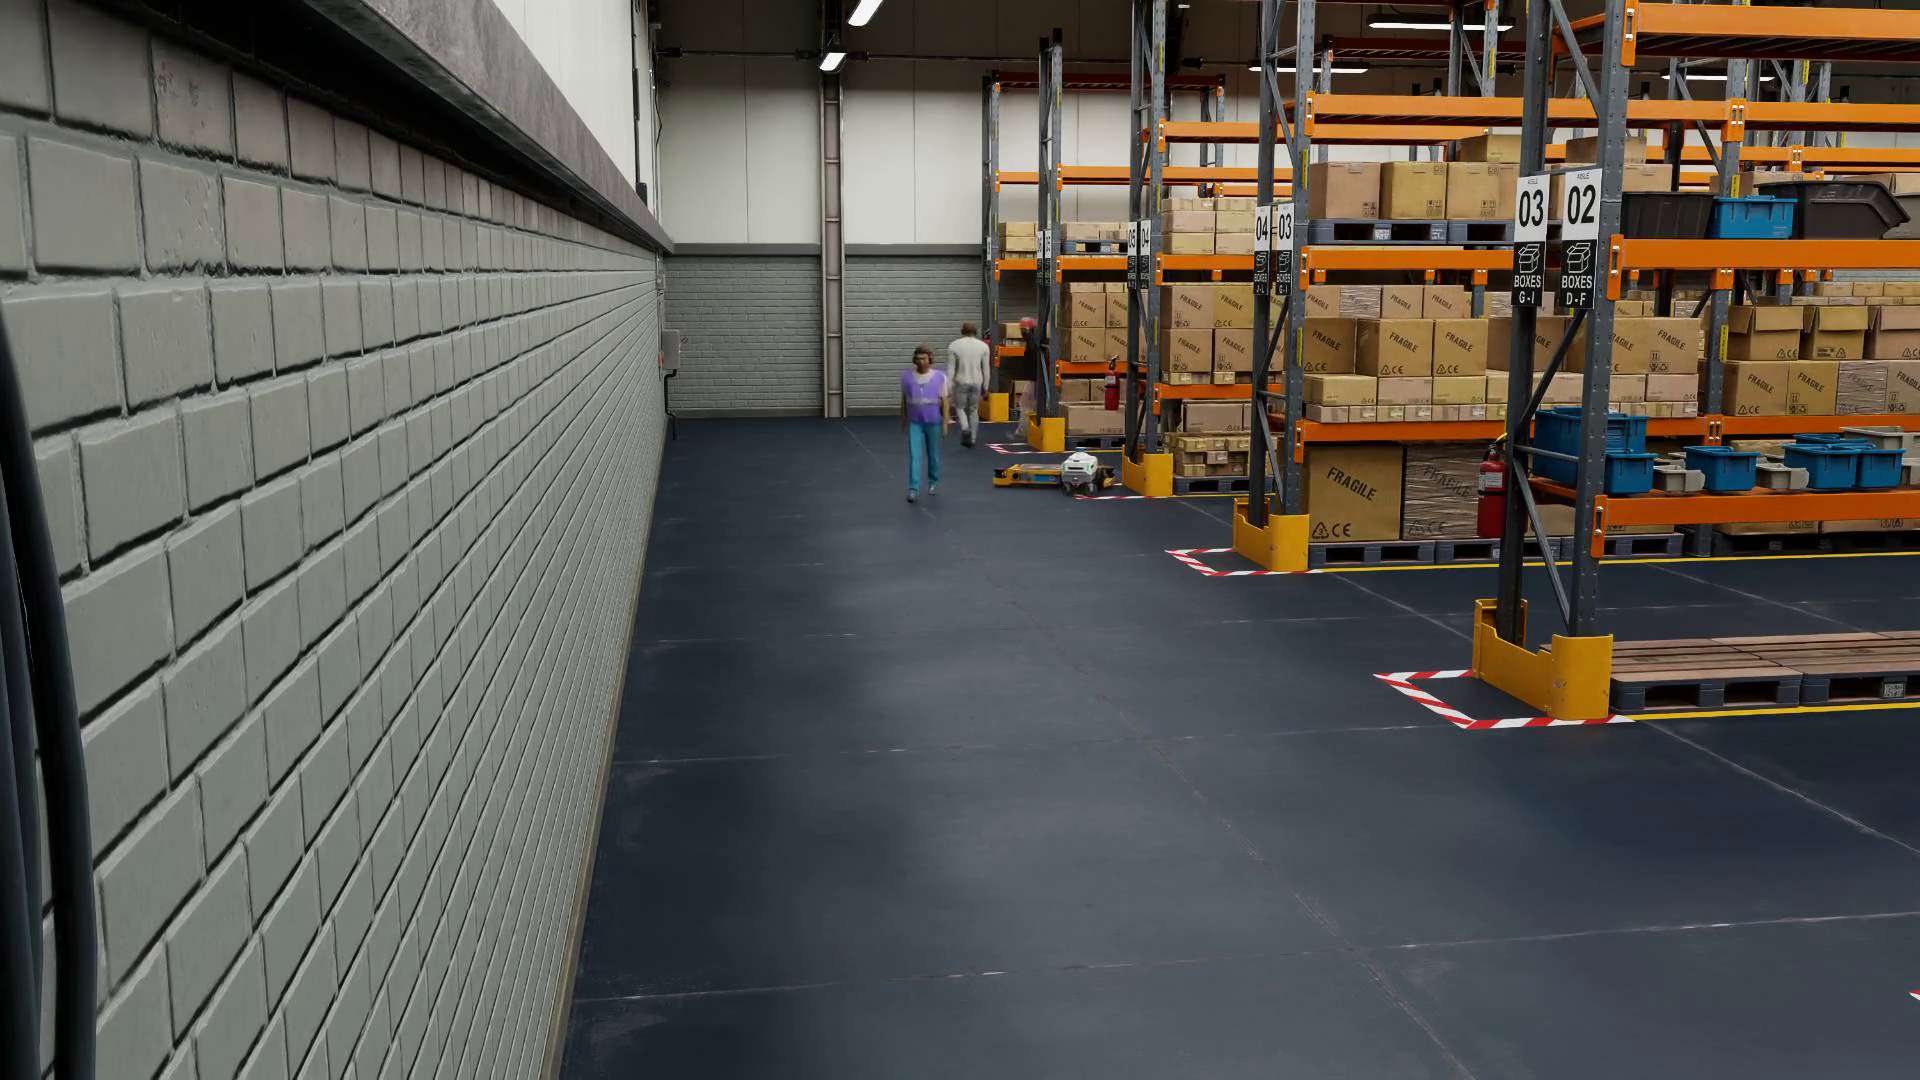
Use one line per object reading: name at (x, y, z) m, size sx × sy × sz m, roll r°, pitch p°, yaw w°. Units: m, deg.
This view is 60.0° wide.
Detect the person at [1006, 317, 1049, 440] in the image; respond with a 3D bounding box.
person at (1.249, -2.514, 25.996) m, size 0.941 × 1.949 × 0.661 m, roll 2°, pitch 9°, yaw 9°

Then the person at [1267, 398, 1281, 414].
person at (4.346, -1.818, 21.546) m, size 0.798 × 1.992 × 0.457 m, roll 1°, pitch 9°, yaw 6°

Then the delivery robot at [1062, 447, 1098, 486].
delivery robot at (1.423, -0.861, 19.742) m, size 0.477 × 0.478 × 0.707 m, roll 2°, pitch 9°, yaw 13°

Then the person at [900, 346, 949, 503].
person at (-0.409, -1.365, 19.372) m, size 0.574 × 1.791 × 0.980 m, roll 1°, pitch 9°, yaw 6°

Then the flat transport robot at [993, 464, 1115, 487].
flat transport robot at (1.166, -0.802, 20.537) m, size 1.431 × 0.197 × 0.652 m, roll 2°, pitch 9°, yaw 13°

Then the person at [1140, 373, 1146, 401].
person at (3.288, -2.778, 27.281) m, size 1.033 × 2.000 × 0.711 m, roll -1°, pitch 9°, yaw -9°

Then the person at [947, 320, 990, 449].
person at (0.128, -2.309, 24.765) m, size 0.676 × 1.915 × 0.472 m, roll -2°, pitch 9°, yaw -10°

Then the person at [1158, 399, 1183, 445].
person at (2.588, -1.612, 20.663) m, size 0.333 × 1.860 × 0.509 m, roll -4°, pitch 10°, yaw -25°
